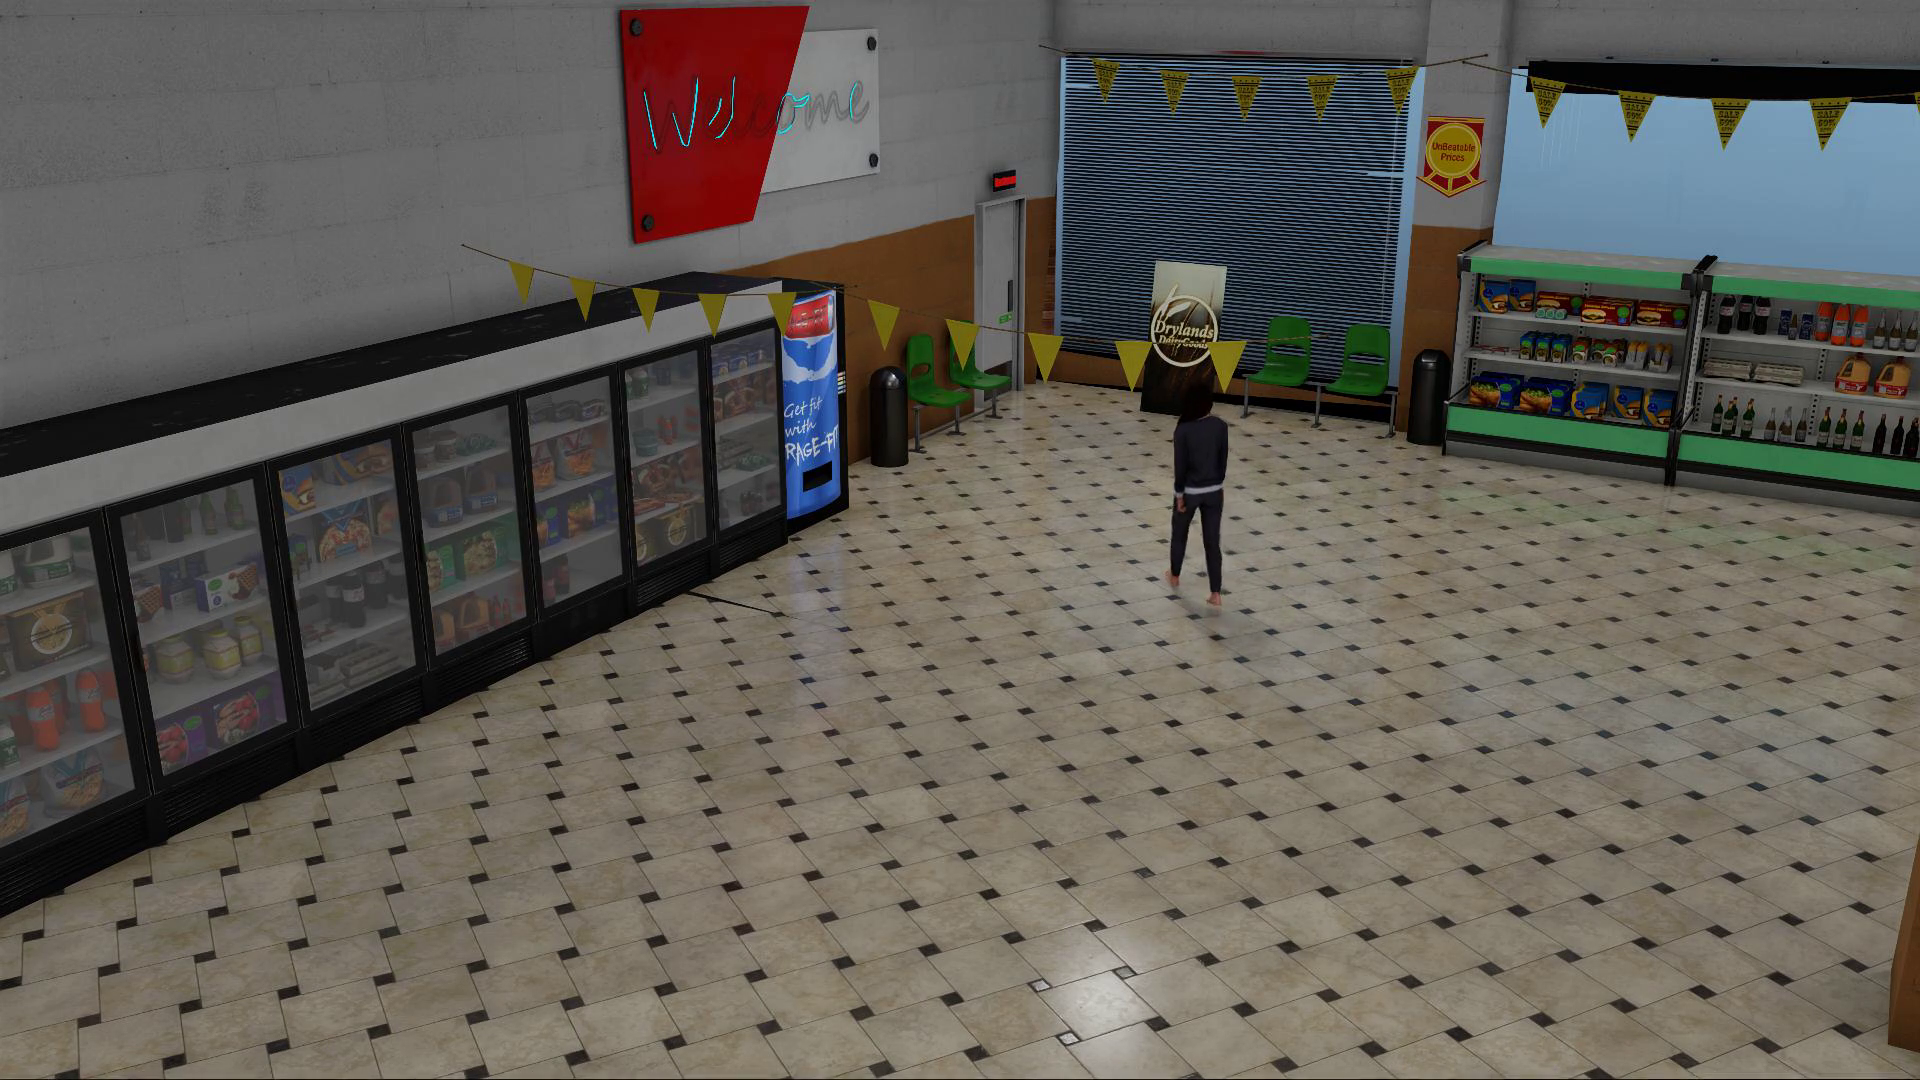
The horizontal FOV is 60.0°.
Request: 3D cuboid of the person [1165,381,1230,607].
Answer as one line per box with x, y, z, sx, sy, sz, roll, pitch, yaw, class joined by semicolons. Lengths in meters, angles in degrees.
1.890;-0.323;12.831;1.141;1.728;1.120;-3;19;-8;person
